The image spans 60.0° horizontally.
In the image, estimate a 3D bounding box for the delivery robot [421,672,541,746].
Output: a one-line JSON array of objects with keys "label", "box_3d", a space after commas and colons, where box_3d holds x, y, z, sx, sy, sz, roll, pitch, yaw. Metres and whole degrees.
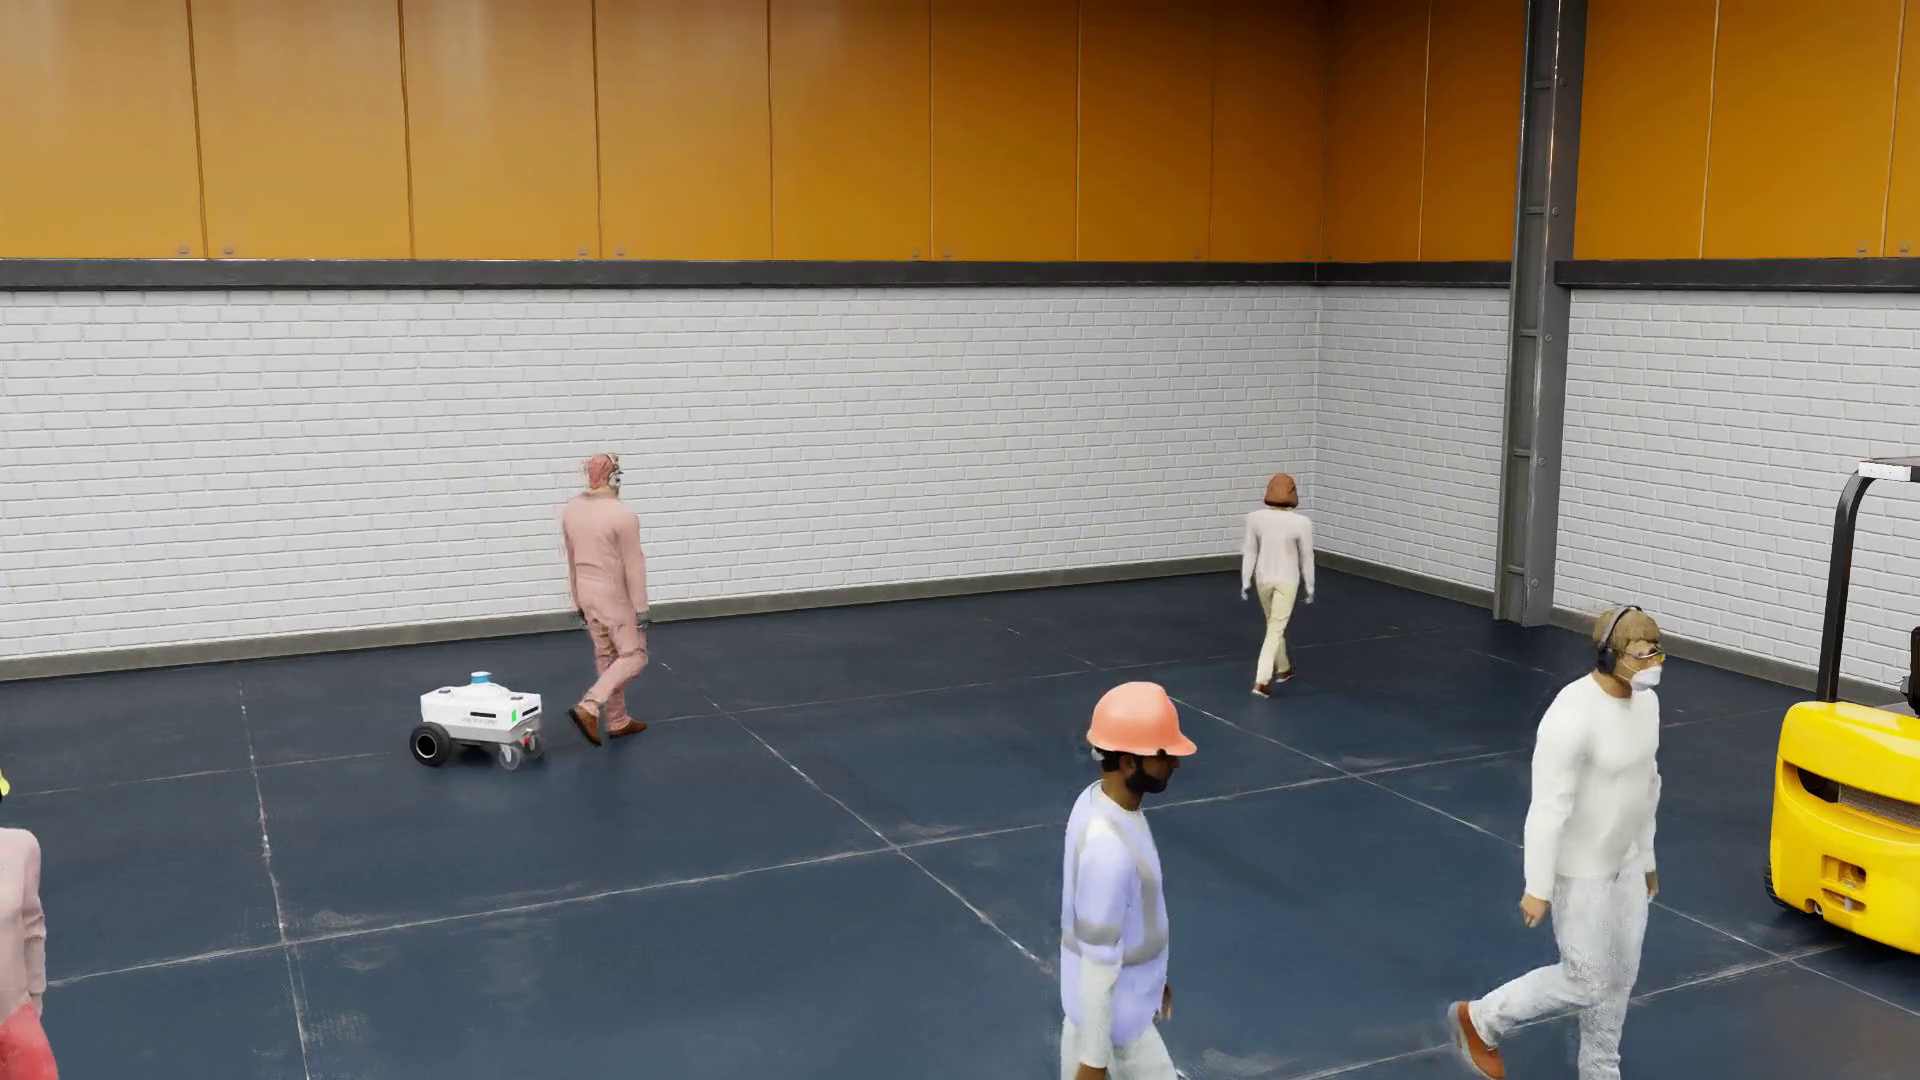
[{"label": "delivery robot", "box_3d": [-2.962, 1.060, 10.298, 0.707, 0.478, 0.477, 3, 10, 17]}]

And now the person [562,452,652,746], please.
[{"label": "person", "box_3d": [-2.267, 0.384, 10.629, 0.661, 1.890, 0.640, 7, 12, 39]}]

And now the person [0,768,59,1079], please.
[{"label": "person", "box_3d": [-2.746, 1.416, 4.721, 0.791, 1.738, 0.532, 5, 11, 31]}]

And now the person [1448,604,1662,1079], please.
[{"label": "person", "box_3d": [2.166, 1.138, 5.899, 0.657, 1.916, 0.617, -8, 12, -42]}]

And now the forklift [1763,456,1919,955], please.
[{"label": "forklift", "box_3d": [4.857, 0.731, 7.561, 2.313, 2.155, 1.214, -4, 10, -25]}]

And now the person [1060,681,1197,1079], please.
[{"label": "person", "box_3d": [0.405, 1.323, 4.833, 0.960, 1.902, 0.560, 0, 9, 1]}]

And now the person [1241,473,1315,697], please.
[{"label": "person", "box_3d": [2.298, 0.311, 12.022, 0.513, 1.588, 0.877, 6, 11, 34]}]
